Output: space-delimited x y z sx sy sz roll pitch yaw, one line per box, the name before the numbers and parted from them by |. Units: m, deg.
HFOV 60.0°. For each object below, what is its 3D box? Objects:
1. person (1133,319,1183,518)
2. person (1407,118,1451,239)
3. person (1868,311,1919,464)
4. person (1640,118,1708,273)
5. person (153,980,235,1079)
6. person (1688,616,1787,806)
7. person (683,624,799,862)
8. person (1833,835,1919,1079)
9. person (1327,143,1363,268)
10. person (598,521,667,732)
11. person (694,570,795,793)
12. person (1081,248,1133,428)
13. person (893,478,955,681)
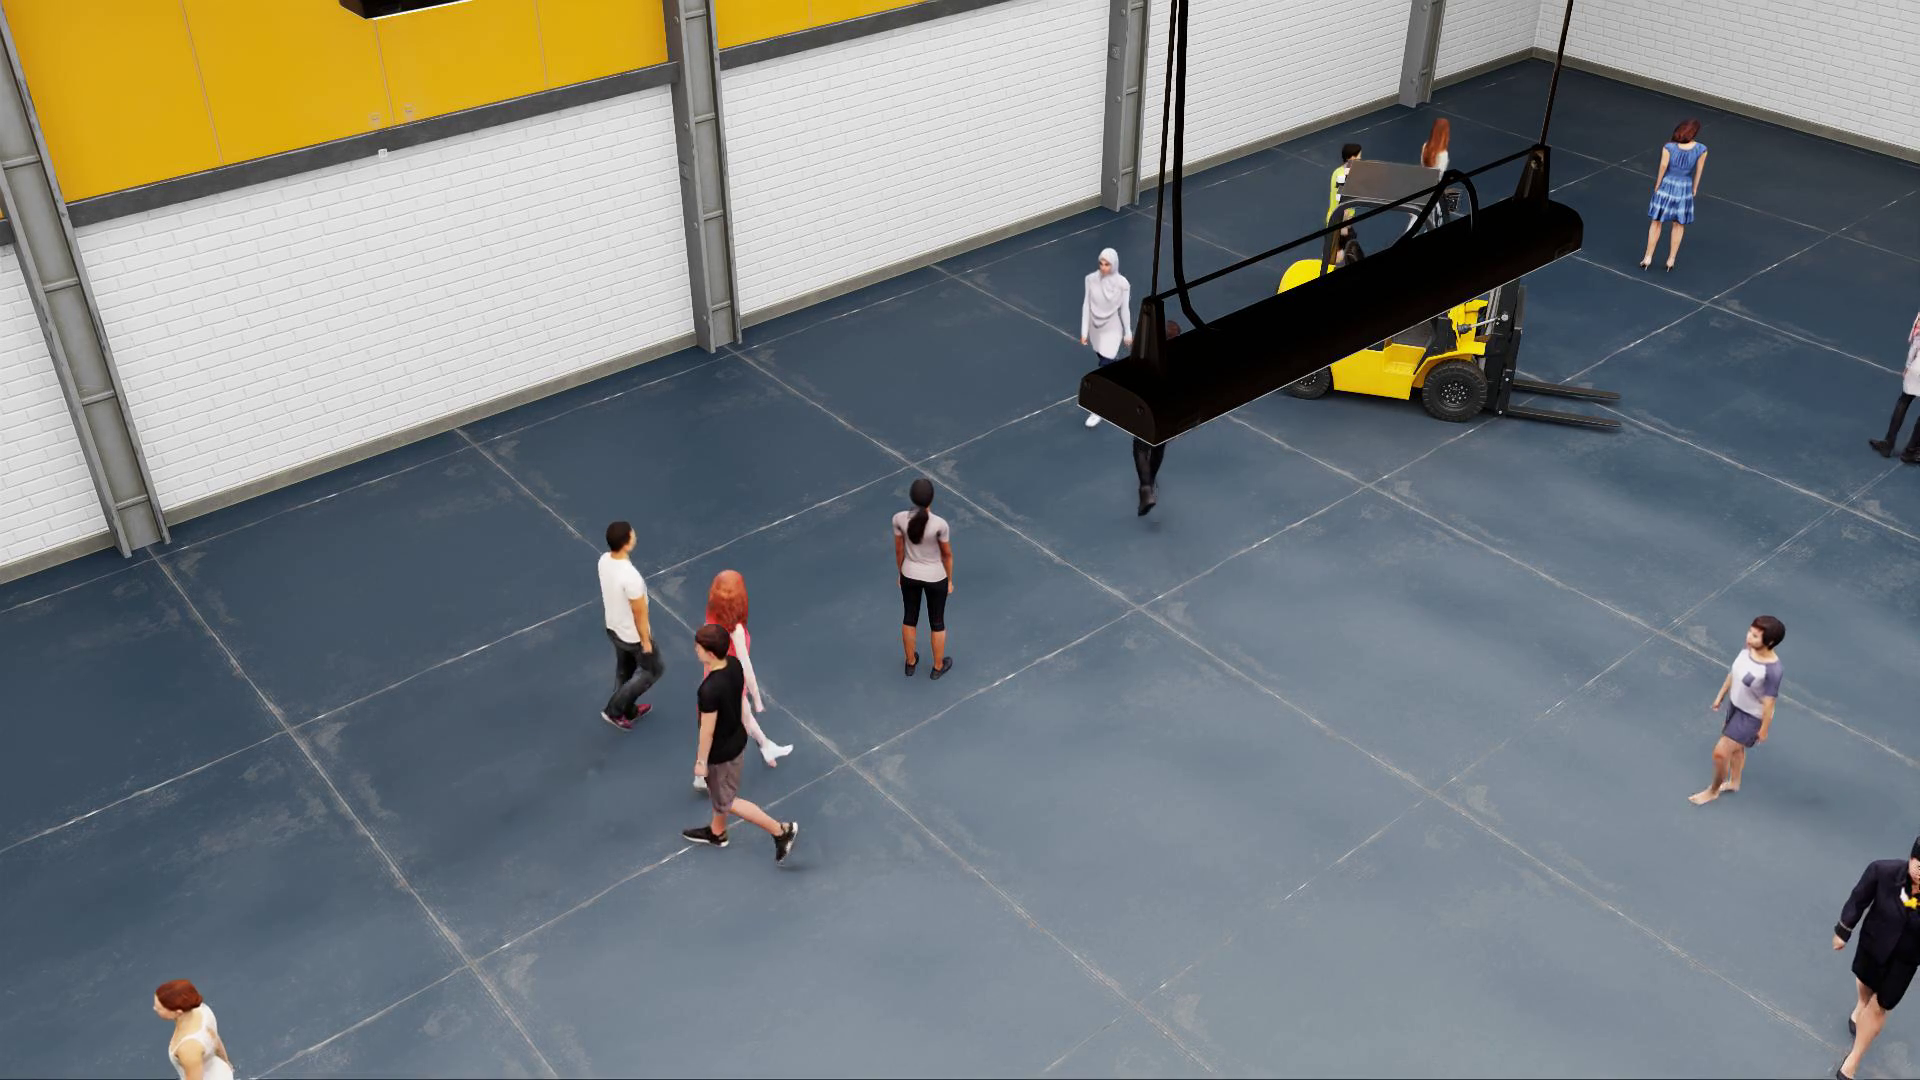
person | 1.717 -1.050 14.637 1.127 1.747 1.130 -3 34 -5
person | 5.312 -3.978 19.090 0.793 1.694 0.709 -16 37 -23
person | 8.974 -1.515 15.298 0.567 1.788 0.716 -14 36 -21
person | 8.119 -3.921 18.901 0.753 1.806 0.770 8 35 12
person | -3.860 2.918 8.803 1.097 1.596 0.807 -12 35 -18
person | 5.496 1.174 11.472 0.807 1.546 0.745 -2 34 -3
person | -1.474 1.365 10.915 1.141 1.844 1.121 6 34 9
person | 5.424 2.322 9.664 0.820 1.635 1.070 25 41 32
person | 4.160 -3.564 18.466 0.896 1.695 0.831 -2 34 -3
person | -2.451 0.678 11.997 0.703 1.791 0.722 28 42 35
person | -1.681 1.053 11.442 1.035 1.780 0.711 -21 39 -28
person | 1.443 -2.037 16.127 0.858 1.741 1.202 18 38 25
person | -0.279 0.292 12.618 0.690 1.746 0.715 9 35 13
